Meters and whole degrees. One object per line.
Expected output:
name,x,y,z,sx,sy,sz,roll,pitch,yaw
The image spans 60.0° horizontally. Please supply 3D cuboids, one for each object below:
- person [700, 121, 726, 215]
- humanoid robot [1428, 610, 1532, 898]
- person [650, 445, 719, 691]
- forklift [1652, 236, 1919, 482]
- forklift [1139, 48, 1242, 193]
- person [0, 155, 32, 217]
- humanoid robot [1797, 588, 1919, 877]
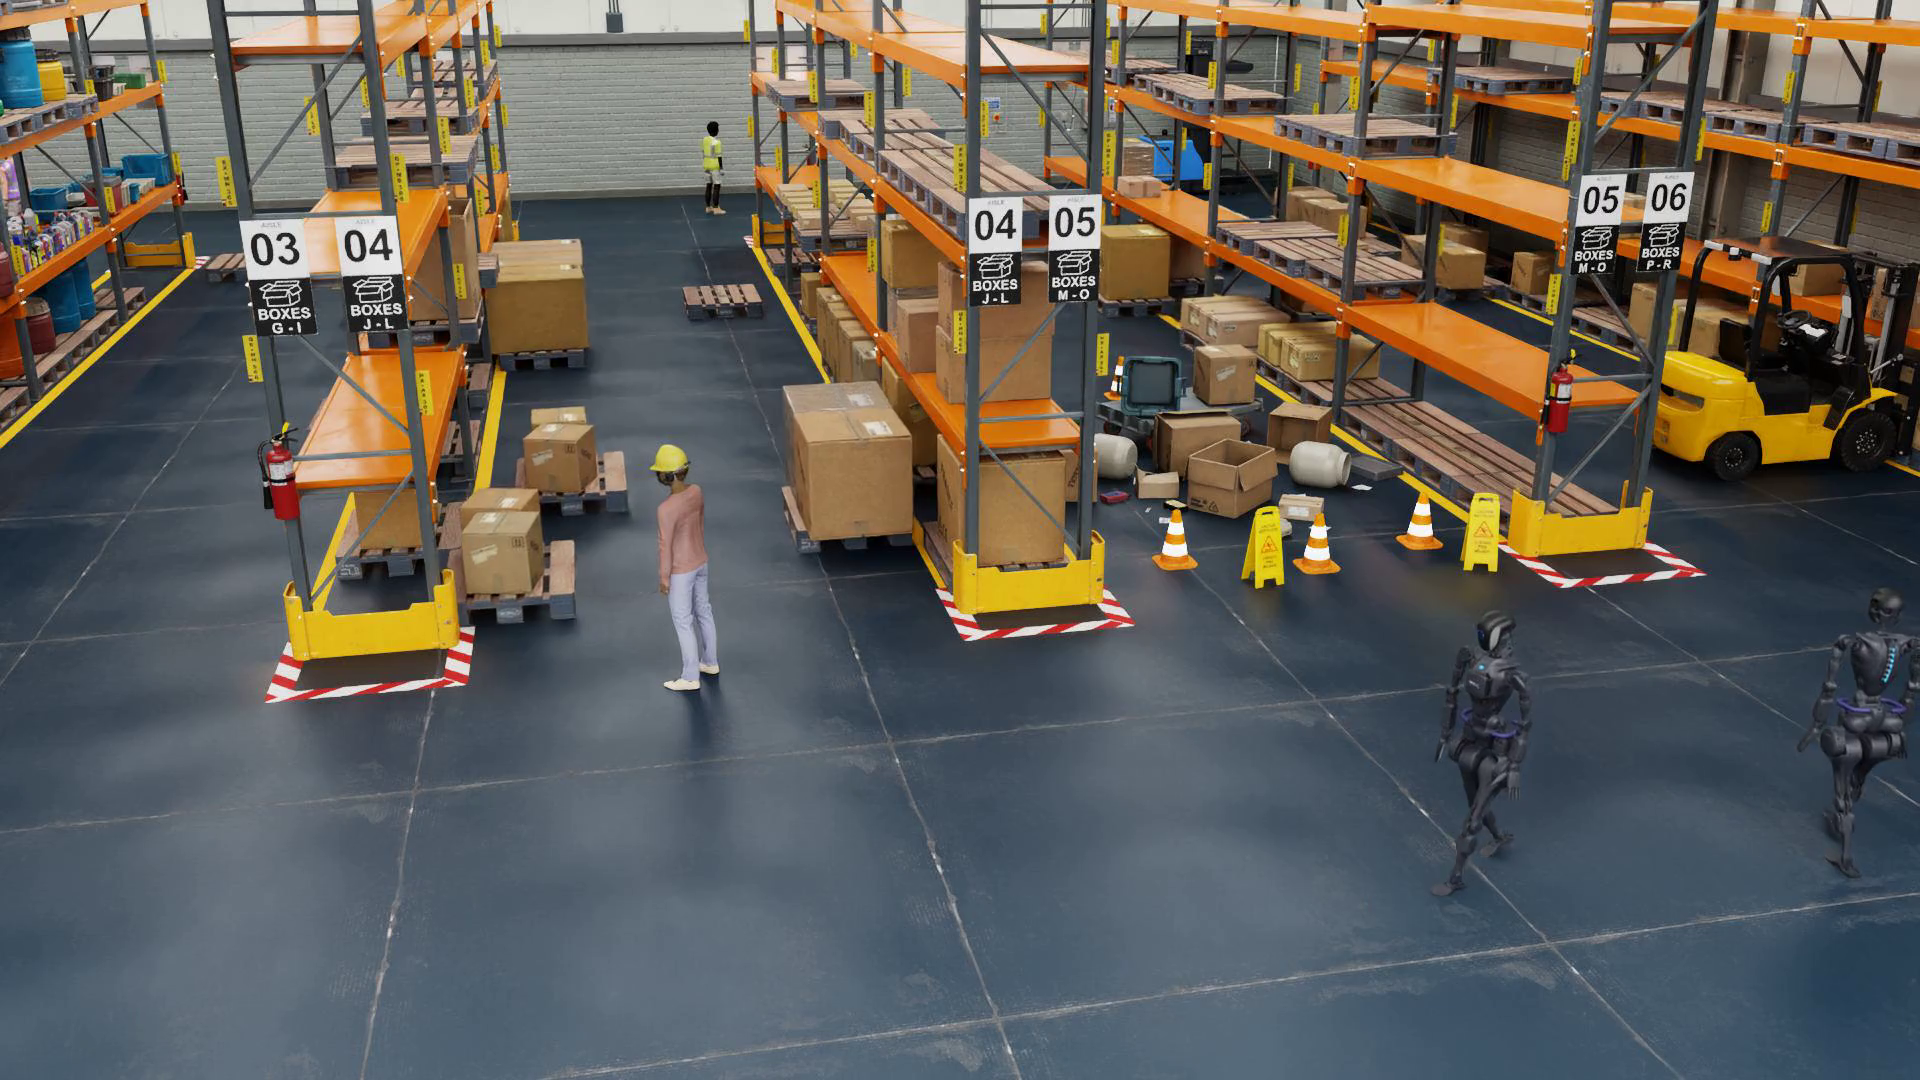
person,-4.534,-6.832,30.561,0.537,1.687,0.319,18,27,39
humanoid robot,2.925,1.136,9.195,0.769,1.638,0.608,-12,24,-30
person,-1.942,0.187,11.564,0.341,1.760,0.521,8,22,20
forklift,8.013,-1.814,16.330,2.313,2.155,1.214,-4,21,-12
forklift,4.566,-8.313,32.860,1.873,2.768,1.129,-4,21,-12
person,-15.368,-5.566,27.154,0.347,1.688,0.491,11,23,26
humanoid robot,5.071,1.037,9.427,0.608,1.632,0.679,-1,20,-3
